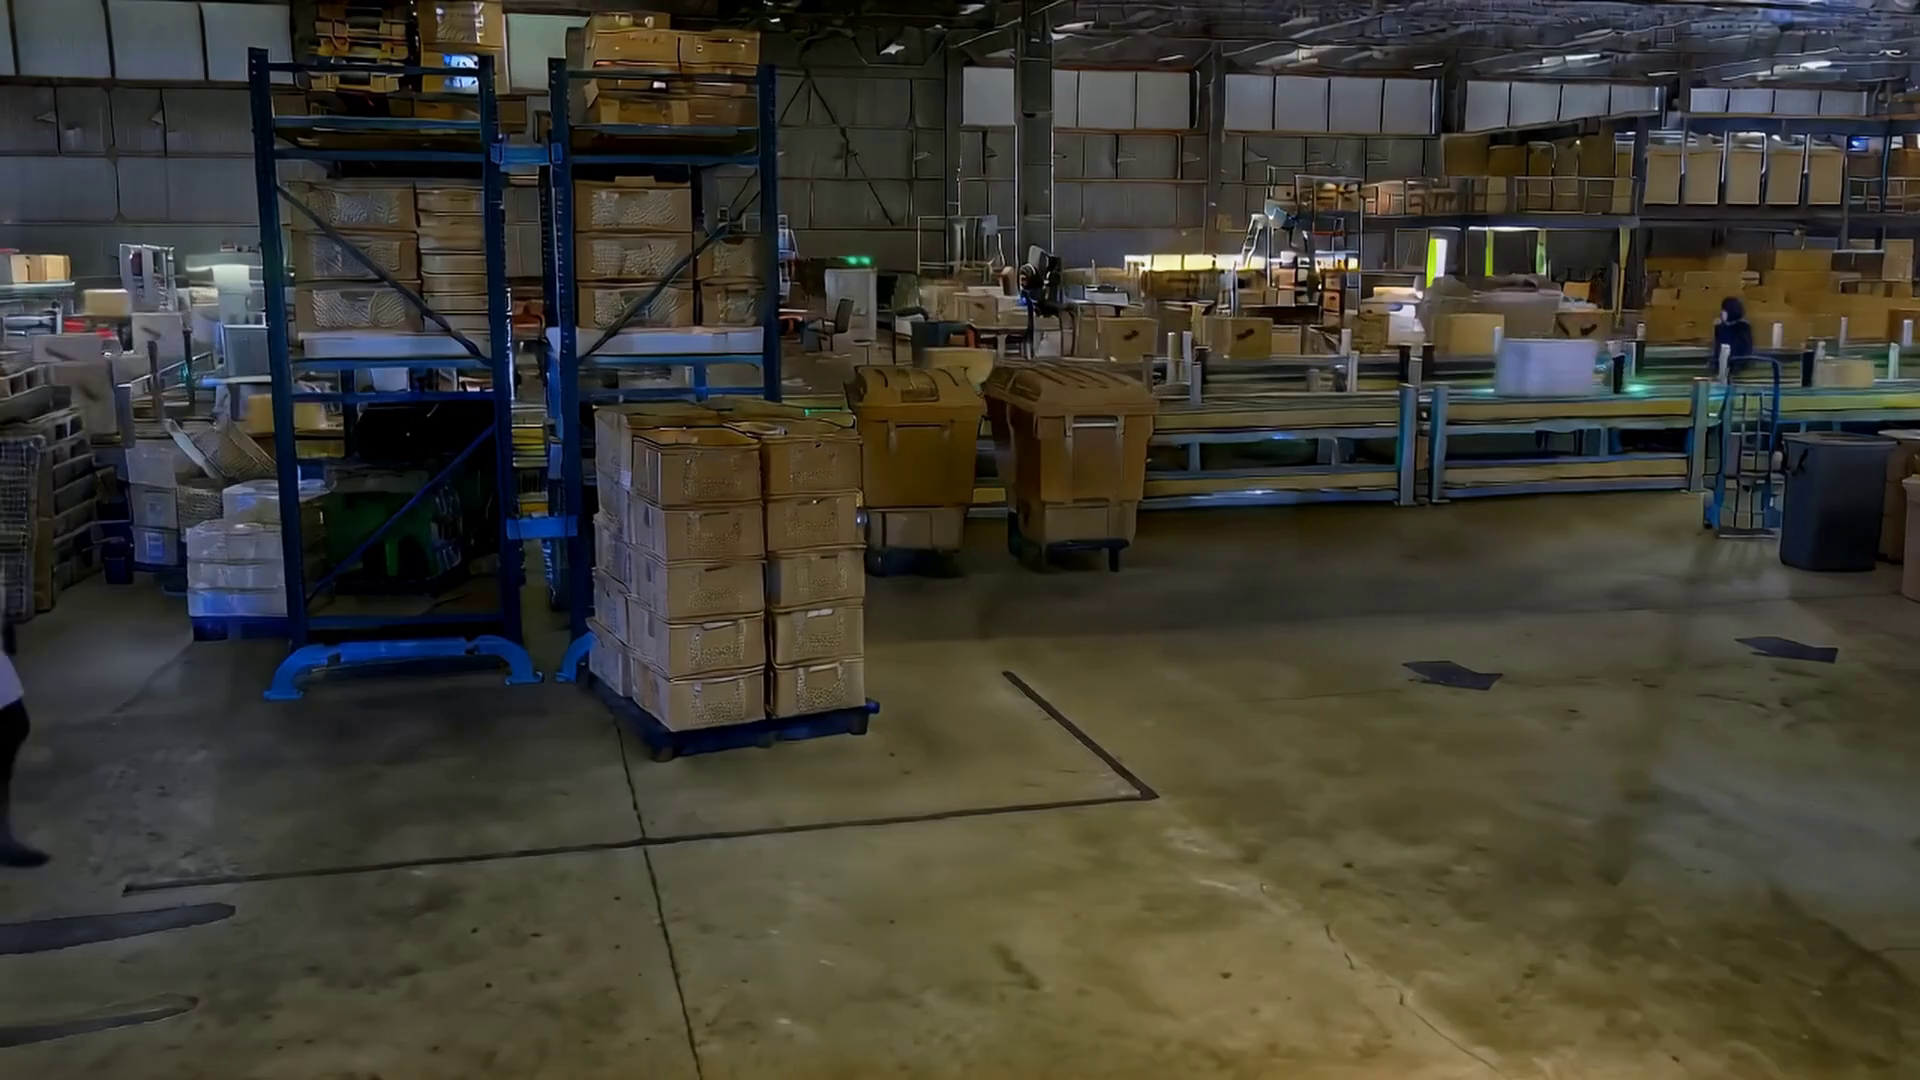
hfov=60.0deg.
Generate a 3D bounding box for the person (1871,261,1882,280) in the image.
[{"bbox_3d":[23.172,-6.182,42.111,0.324,1.769,0.523,7,12,36],"label":"person"}]

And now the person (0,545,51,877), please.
[{"bbox_3d":[-3.275,0.309,5.570,0.526,1.676,0.557,-3,11,-18],"label":"person"}]

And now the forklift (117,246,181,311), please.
[{"bbox_3d":[-19.966,-6.232,40.894,1.157,1.987,2.680,-3,10,-15],"label":"forklift"}]

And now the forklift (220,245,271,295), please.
[{"bbox_3d":[-17.749,-6.334,41.440,1.157,1.987,2.680,-3,10,-17],"label":"forklift"}]

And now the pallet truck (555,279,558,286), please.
[{"bbox_3d":[-10.604,-6.375,44.520,0.653,1.274,1.630,-3,10,-15],"label":"pallet truck"}]

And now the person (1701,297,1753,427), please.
[{"bbox_3d":[7.967,-1.735,17.420,0.800,1.595,0.522,-3,10,-15],"label":"person"}]
